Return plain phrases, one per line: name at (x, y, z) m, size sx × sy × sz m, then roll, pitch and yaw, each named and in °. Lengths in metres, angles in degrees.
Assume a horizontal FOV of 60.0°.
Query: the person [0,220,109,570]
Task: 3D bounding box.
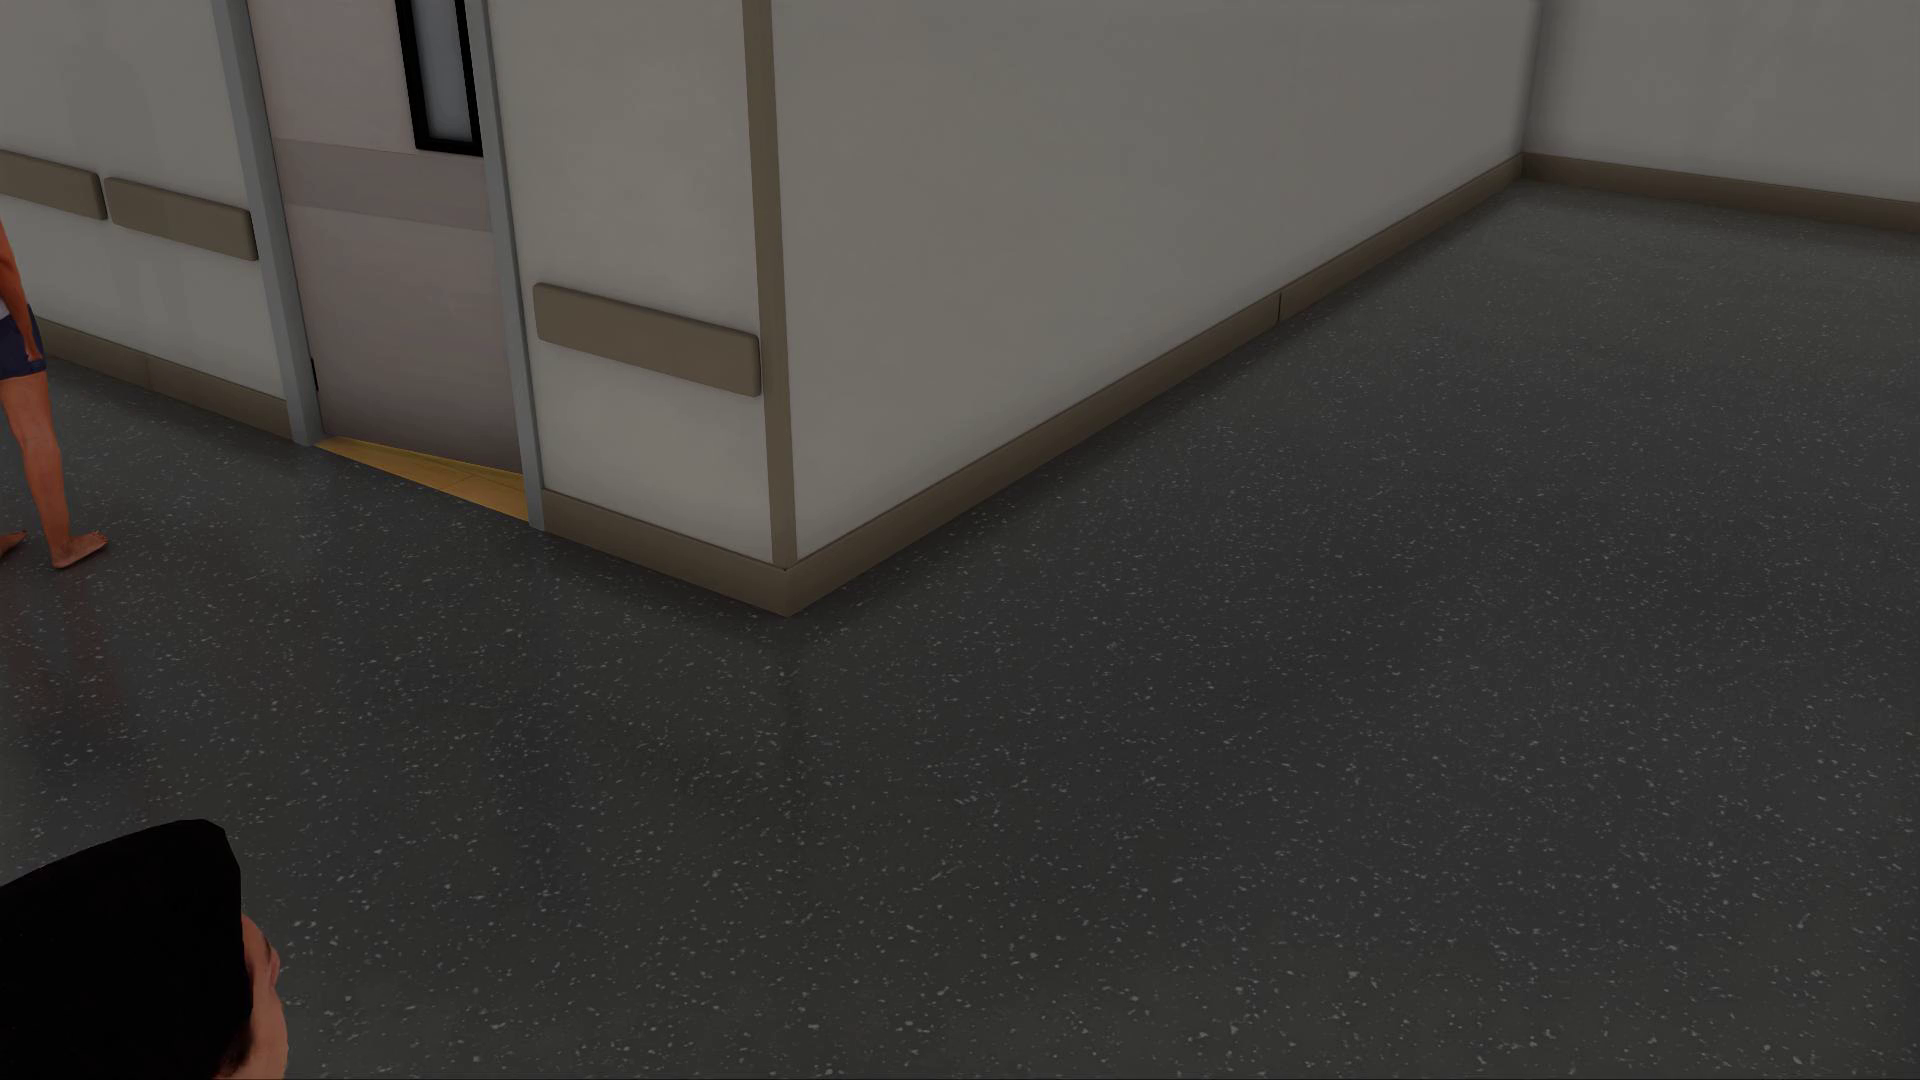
person at (-3.091, -0.673, 5.194) m, size 0.652 × 1.624 × 0.663 m, roll 2°, pitch 26°, yaw 4°
